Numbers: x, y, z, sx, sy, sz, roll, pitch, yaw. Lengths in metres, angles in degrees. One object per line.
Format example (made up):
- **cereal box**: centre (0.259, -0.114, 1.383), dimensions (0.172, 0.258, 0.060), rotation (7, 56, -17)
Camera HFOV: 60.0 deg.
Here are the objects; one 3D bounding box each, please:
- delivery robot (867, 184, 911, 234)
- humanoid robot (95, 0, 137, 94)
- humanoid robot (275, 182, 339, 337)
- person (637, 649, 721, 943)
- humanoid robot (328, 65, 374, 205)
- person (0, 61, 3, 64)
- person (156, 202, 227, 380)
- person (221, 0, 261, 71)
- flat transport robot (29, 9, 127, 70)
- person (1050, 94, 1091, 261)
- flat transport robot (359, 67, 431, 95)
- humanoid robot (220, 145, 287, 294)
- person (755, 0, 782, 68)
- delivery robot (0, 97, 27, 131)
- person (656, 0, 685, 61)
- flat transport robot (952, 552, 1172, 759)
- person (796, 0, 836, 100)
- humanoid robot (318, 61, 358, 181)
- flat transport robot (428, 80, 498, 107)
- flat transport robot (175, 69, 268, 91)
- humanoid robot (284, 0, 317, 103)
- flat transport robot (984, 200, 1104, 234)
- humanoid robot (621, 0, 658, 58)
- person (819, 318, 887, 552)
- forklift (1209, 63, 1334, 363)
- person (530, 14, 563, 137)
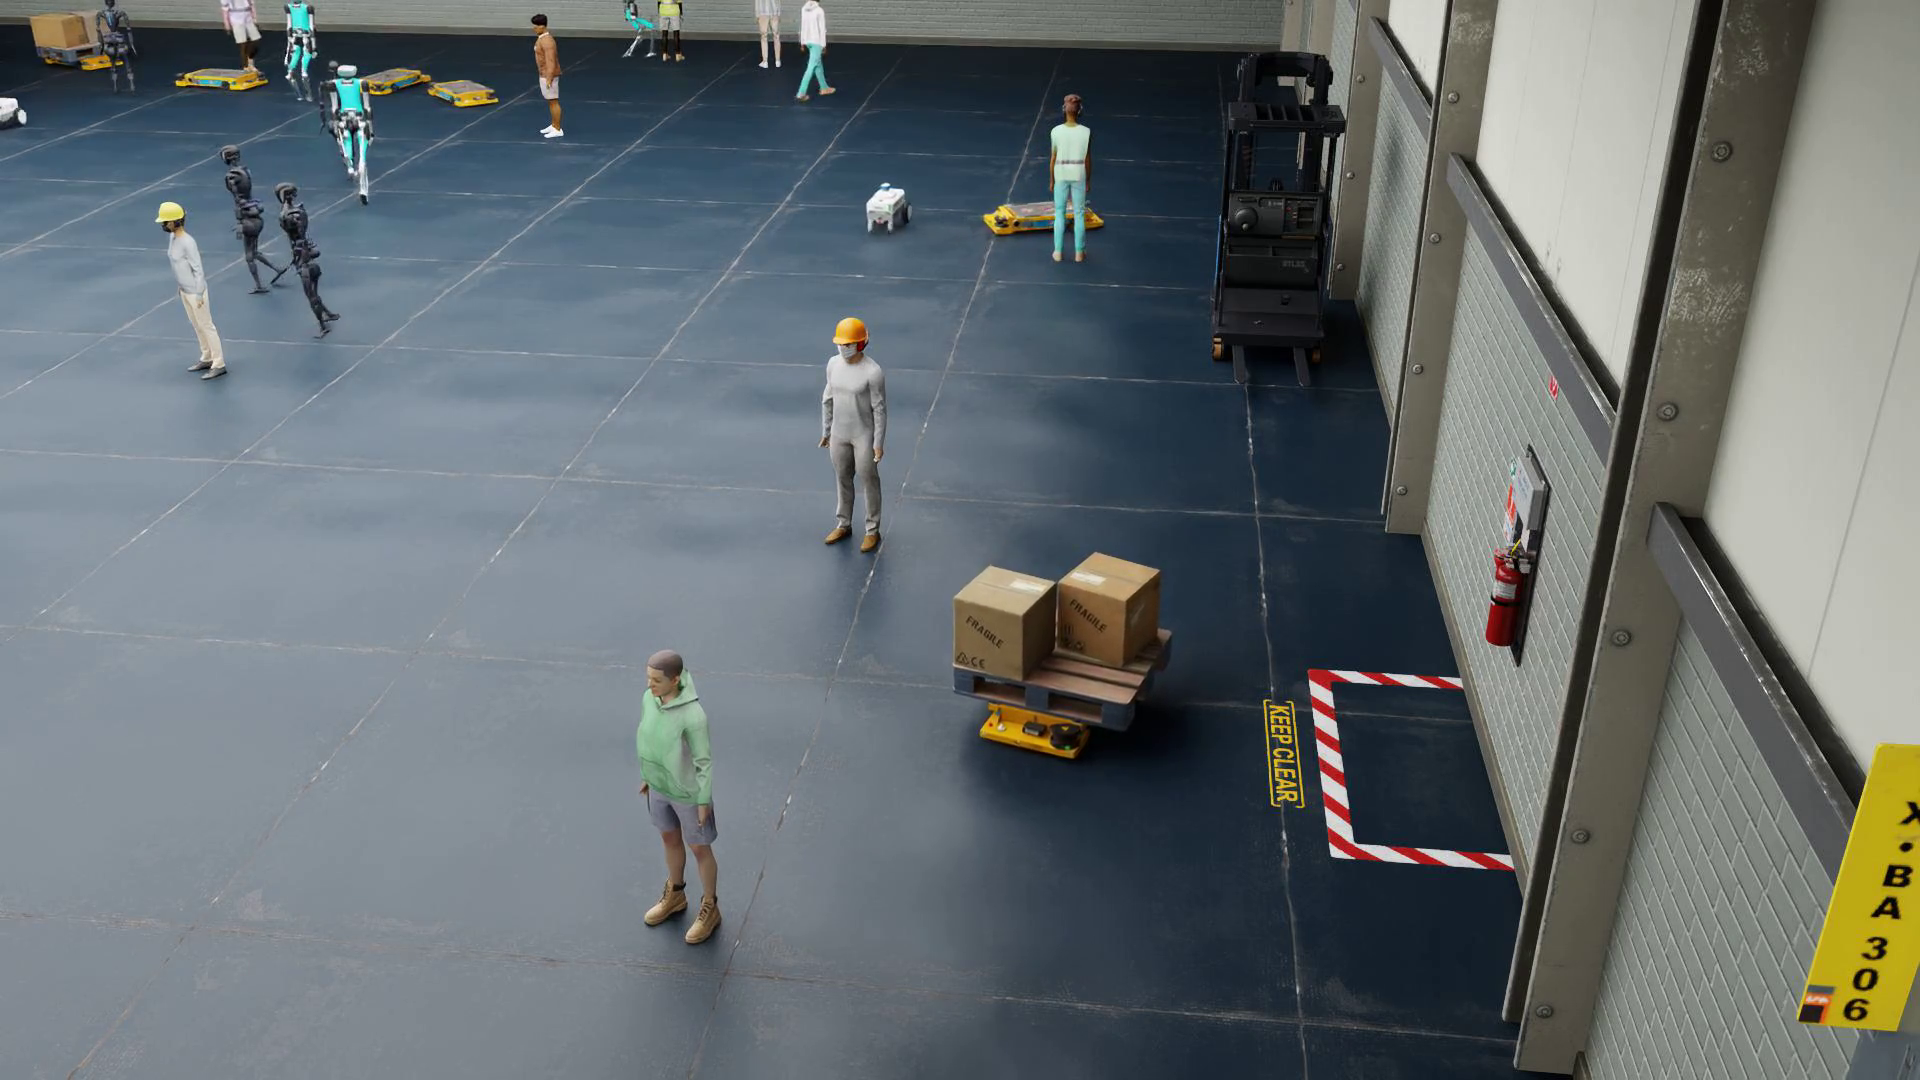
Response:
- **delivery robot**: centre (-0.946, -4.271, 21.338), dimensions (0.499, 0.587, 0.785), rotation (6, 27, 12)
- **humanoid robot**: centre (-14.504, -8.510, 28.570), dimensions (0.607, 1.634, 0.419), rotation (-6, 27, -12)
- **humanoid robot**: centre (-6.856, -2.971, 17.505), dimensions (0.439, 1.647, 0.601), rotation (-16, 31, -28)
- **person**: centre (-1.489, 1.338, 8.821), dimensions (0.473, 1.743, 0.339), rotation (18, 32, 31)
- **humanoid robot**: centre (-8.126, -5.375, 22.276), dimensions (0.553, 1.796, 0.922), rotation (-6, 27, -12)
- **person**: centre (-18.467, -9.861, 31.071), dimensions (0.684, 1.842, 0.903), rotation (-19, 32, -33)
- **person**: centre (-7.584, -2.452, 16.362), dimensions (0.324, 1.766, 0.532), rotation (-23, 34, -37)
- **person**: centre (-12.761, -9.209, 29.578), dimensions (0.521, 2.013, 0.637), rotation (21, 33, 35)
- **flat transport robot**: centre (-16.370, -8.970, 31.045), dimensions (1.431, 0.231, 0.659), rotation (16, 31, 28)
- **person**: centre (1.313, -4.299, 19.816), dimensions (0.488, 1.977, 0.384), rotation (2, 27, 4)
- **flat transport robot**: centre (-10.008, -8.050, 29.209), dimensions (0.659, 0.231, 1.431), rotation (9, 28, 17)
- **humanoid robot**: centre (-8.032, -3.660, 18.883), dimensions (0.463, 1.634, 0.612), rotation (-3, 27, -5)
- **person**: centre (-3.529, -9.677, 30.666), dimensions (0.507, 1.875, 0.396), rotation (-9, 28, -18)
- **delivery robot**: centre (-15.246, -6.779, 26.355), dimensions (0.499, 0.596, 0.775), rotation (3, 27, 6)
- **person**: centre (-5.444, -9.878, 31.271), dimensions (0.533, 1.691, 0.318), rotation (5, 27, 11)
- **flat transport robot**: centre (0.706, 0.978, 11.187), dimensions (0.659, 0.231, 1.431), rotation (11, 29, 21)
- **person**: centre (-2.481, -8.445, 28.220), dimensions (0.492, 1.864, 0.985), rotation (21, 33, 36)
- **humanoid robot**: centre (-8.744, -5.922, 23.453), dimensions (0.583, 1.624, 0.797), rotation (-17, 31, -31)
- **flat transport robot**: centre (-8.472, -7.609, 28.329), dimensions (0.659, 0.231, 1.431), rotation (-19, 32, -33)
- **flat transport robot**: centre (-13.047, -8.136, 29.380), dimensions (1.431, 0.231, 0.659), rotation (8, 28, 15)
- **humanoid robot**: centre (-11.145, -8.251, 27.971), dimensions (0.533, 1.747, 0.778), rotation (5, 27, 10)
- **flat transport robot**: centre (1.077, -4.162, 21.448), dimensions (1.431, 0.231, 0.659), rotation (-6, 27, -12)
- **humanoid robot**: centre (-6.066, -10.037, 31.566), dimensions (0.904, 1.772, 0.550), rotation (-12, 29, -23)
- **person**: centre (-0.829, -0.829, 12.981), dimensions (0.562, 1.896, 0.353), rotation (13, 29, 24)
- **forklift**: centre (3.241, -3.477, 17.183), dimensions (1.129, 2.768, 1.873), rotation (3, 27, 6)
- **person**: centre (-6.359, -7.192, 25.728), dimensions (0.397, 1.852, 0.773), rotation (-10, 28, -19)
